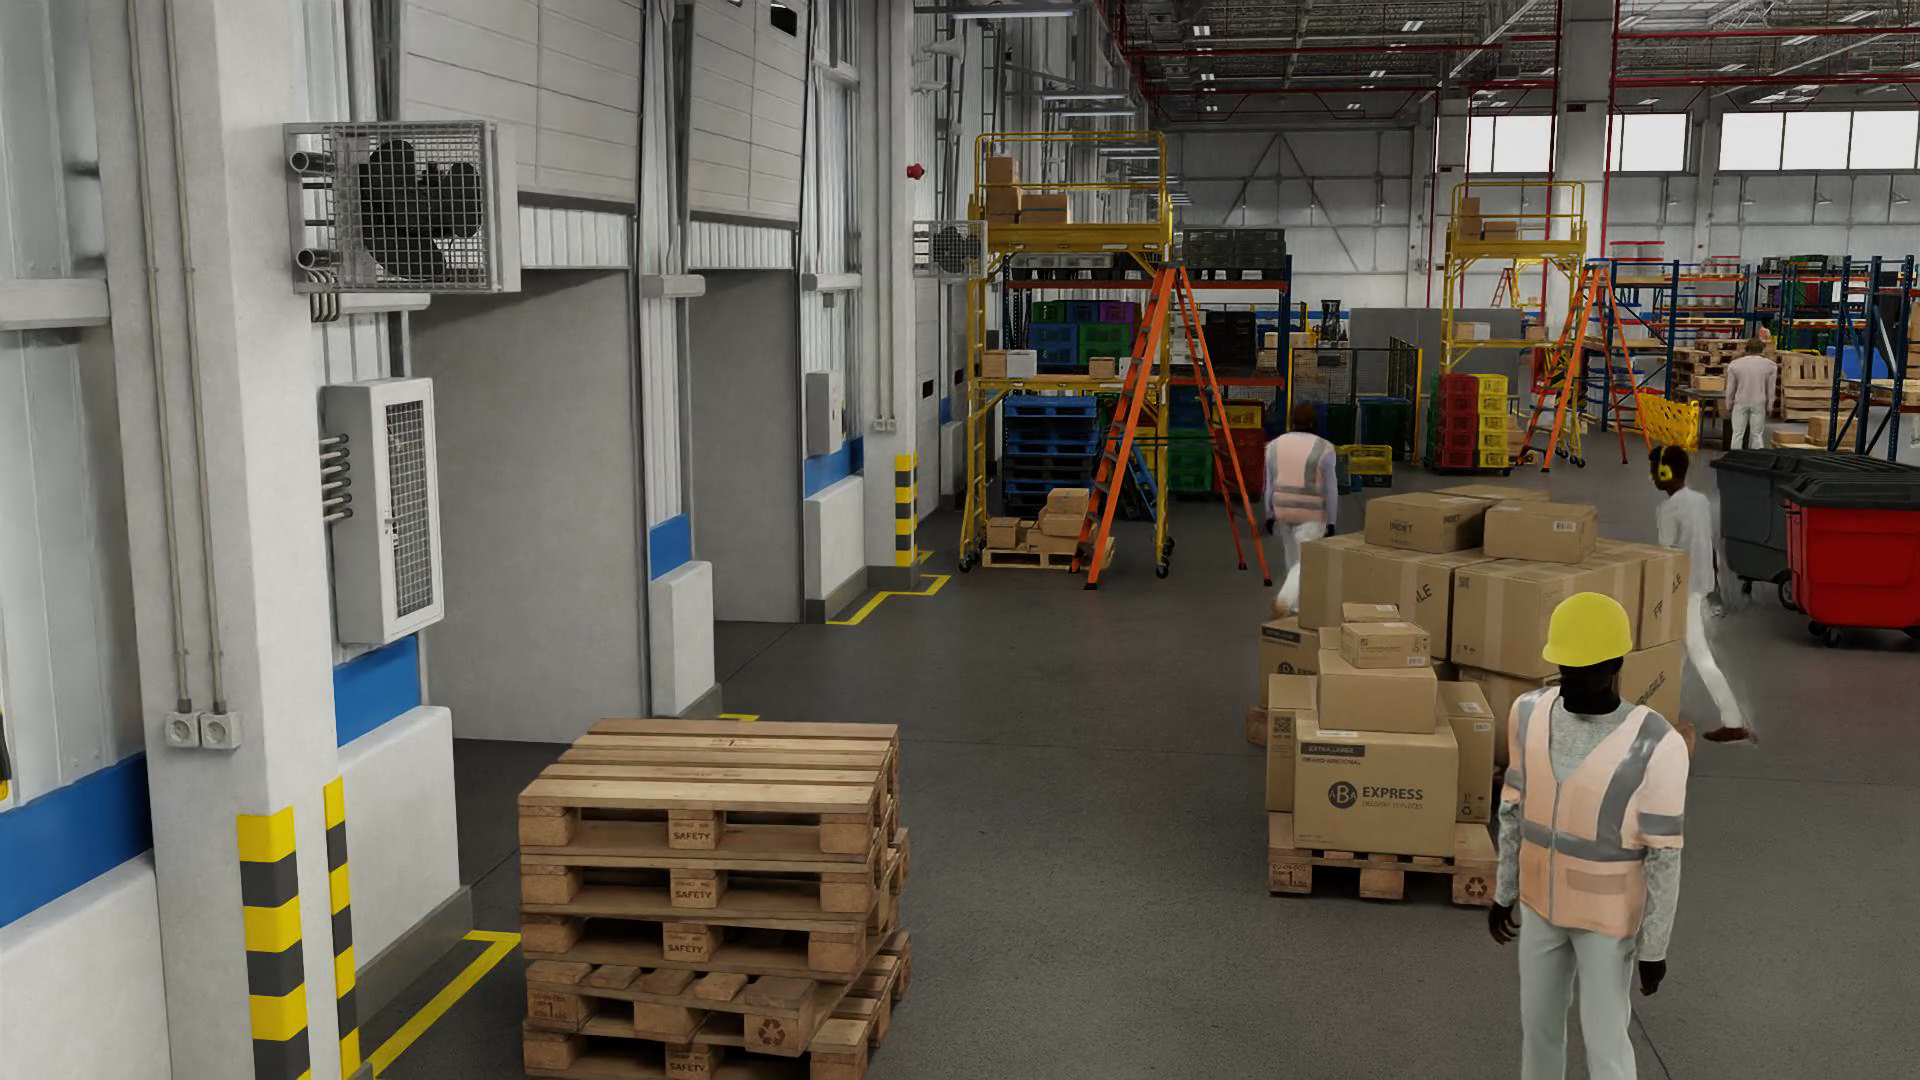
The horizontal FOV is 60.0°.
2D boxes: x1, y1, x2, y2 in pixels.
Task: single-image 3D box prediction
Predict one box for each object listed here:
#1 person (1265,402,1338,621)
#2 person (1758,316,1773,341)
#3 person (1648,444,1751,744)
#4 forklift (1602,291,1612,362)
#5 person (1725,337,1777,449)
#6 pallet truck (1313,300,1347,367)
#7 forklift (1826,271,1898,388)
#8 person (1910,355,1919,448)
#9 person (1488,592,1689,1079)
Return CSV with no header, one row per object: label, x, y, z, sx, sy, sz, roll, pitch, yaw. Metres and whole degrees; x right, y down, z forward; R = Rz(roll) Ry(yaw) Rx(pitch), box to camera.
person,2.681,-0.190,13.235,0.635,1.821,0.776,9,13,44
person,20.368,-4.817,42.148,0.338,1.686,0.542,7,12,39
person,4.431,0.318,10.157,0.559,1.804,0.986,-9,13,-44
forklift,17.242,-6.004,45.794,1.129,2.768,1.873,7,11,35
person,10.967,-1.850,23.104,0.631,1.931,0.365,4,10,21
pallet truck,11.159,-6.200,49.718,0.823,1.965,1.885,4,10,26
forklift,21.071,-4.771,38.191,1.873,2.768,1.129,1,9,9
person,15.526,-2.338,26.717,0.323,1.736,0.488,4,10,25
person,1.852,1.094,4.990,0.391,1.918,0.588,-6,11,-33
